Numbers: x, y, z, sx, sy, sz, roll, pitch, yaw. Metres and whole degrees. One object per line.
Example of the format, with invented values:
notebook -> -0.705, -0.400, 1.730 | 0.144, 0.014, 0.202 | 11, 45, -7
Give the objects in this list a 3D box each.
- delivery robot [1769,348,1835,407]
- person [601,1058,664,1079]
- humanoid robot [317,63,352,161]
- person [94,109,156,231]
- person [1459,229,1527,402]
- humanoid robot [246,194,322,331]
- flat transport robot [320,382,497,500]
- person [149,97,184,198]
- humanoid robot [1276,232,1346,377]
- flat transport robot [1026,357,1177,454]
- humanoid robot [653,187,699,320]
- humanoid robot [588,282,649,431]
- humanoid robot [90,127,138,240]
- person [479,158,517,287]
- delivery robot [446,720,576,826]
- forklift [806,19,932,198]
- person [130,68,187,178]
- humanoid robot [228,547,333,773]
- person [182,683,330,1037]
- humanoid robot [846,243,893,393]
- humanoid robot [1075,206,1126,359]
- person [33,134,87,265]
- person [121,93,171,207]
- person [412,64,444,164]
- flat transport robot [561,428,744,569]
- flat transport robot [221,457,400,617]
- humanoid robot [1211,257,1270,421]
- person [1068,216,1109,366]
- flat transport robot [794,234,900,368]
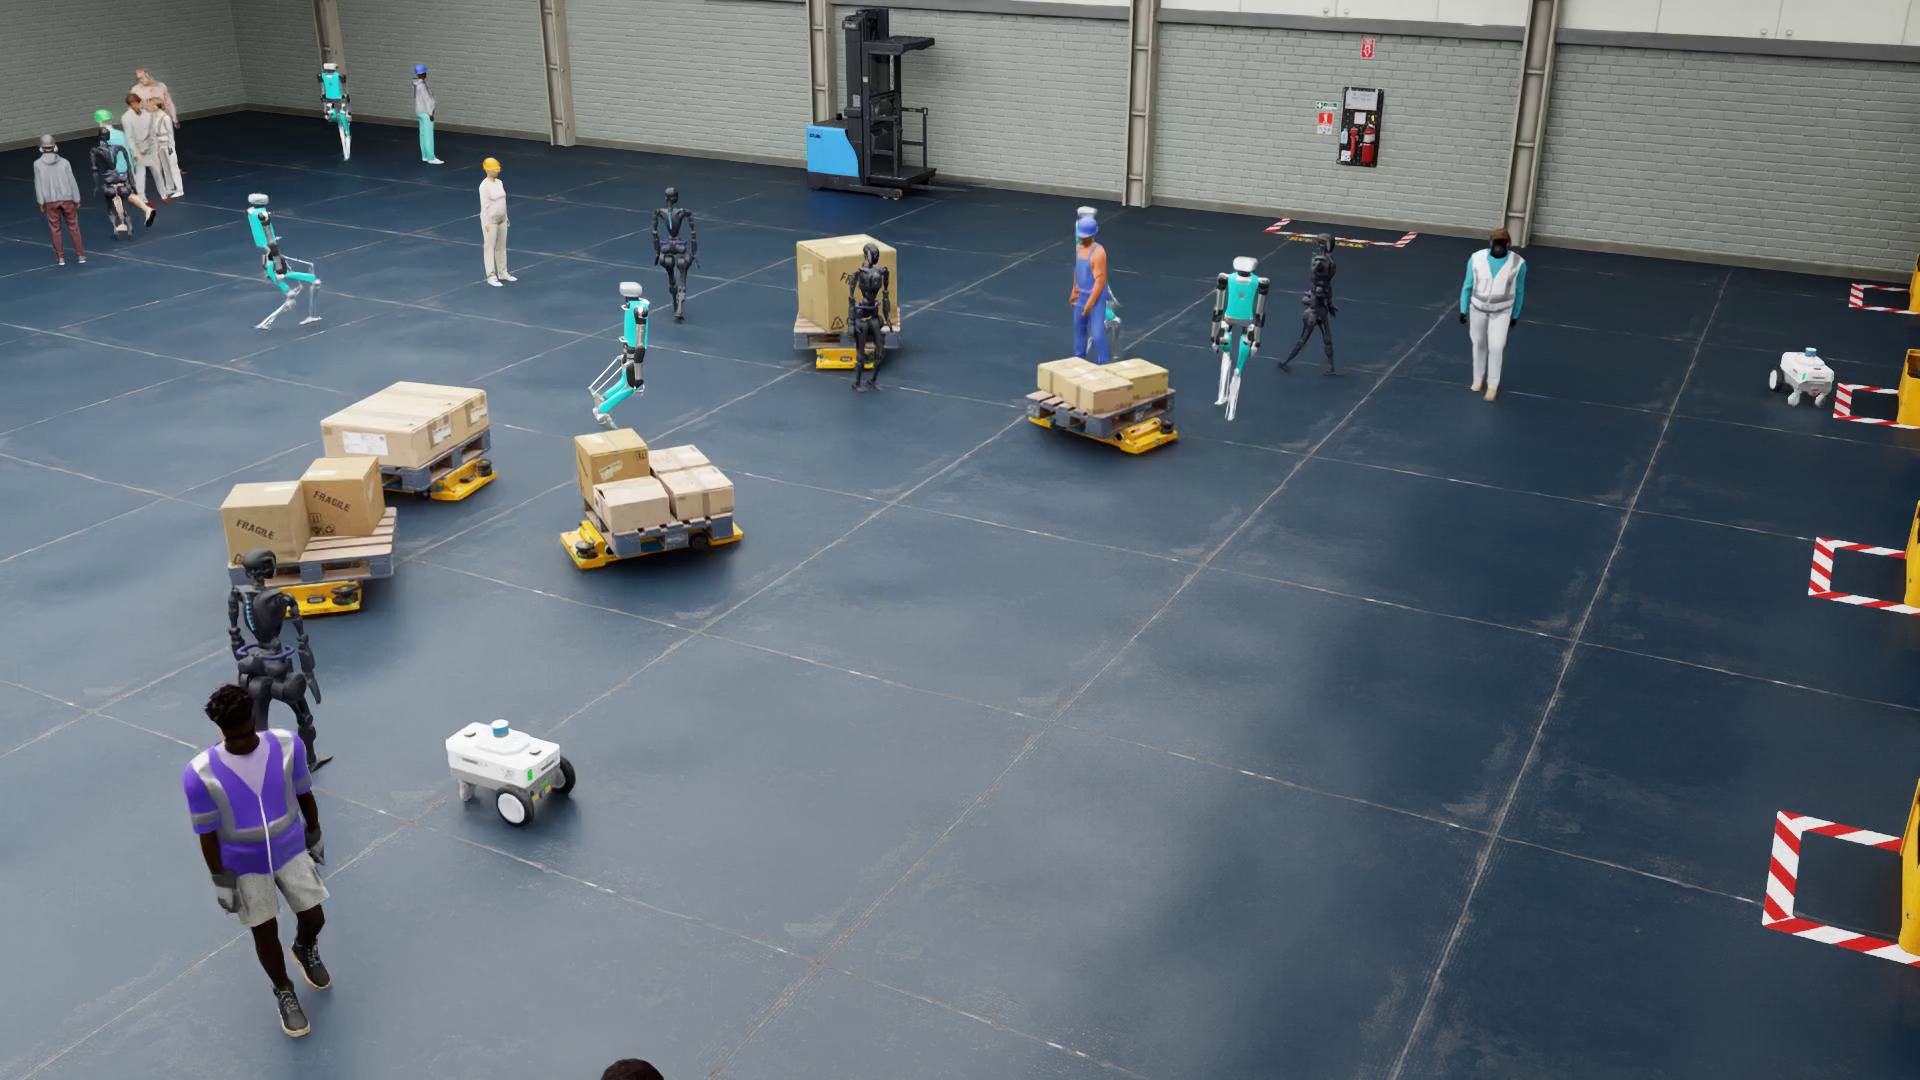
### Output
delivery robot -> 9.115, -1.783, 17.935 | 0.504, 0.581, 0.752 | 3, 23, 6
person -> -1.175, 2.643, 5.931 | 0.399, 1.913, 0.589 | -2, 23, -5
humanoid robot -> -11.485, -7.952, 30.836 | 0.541, 1.793, 0.838 | 1, 23, 1
person -> -12.675, -5.587, 25.191 | 0.619, 1.839, 0.521 | 6, 24, 13
person -> 5.662, -2.416, 17.821 | 0.620, 1.817, 0.821 | 11, 26, 25
humanoid robot -> -8.155, -3.341, 20.112 | 1.042, 1.744, 0.548 | -19, 29, -36
flat transport robot -> -5.151, -0.629, 15.626 | 1.431, 0.231, 0.659 | 7, 24, 15
person -> -13.203, -6.529, 27.622 | 0.510, 1.640, 0.306 | 16, 28, 33
humanoid robot -> 3.981, -2.621, 18.541 | 0.779, 1.629, 0.602 | 14, 27, 29
flat transport robot -> 1.446, -1.199, 16.955 | 1.431, 0.231, 0.659 | 21, 31, 40
humanoid robot -> -3.566, -3.590, 20.800 | 0.583, 1.640, 0.760 | 1, 23, 3
humanoid robot -> -3.296, -1.617, 15.905 | 0.735, 1.672, 0.533 | -8, 25, -19
humanoid robot -> -12.537, -5.275, 24.665 | 0.600, 1.636, 0.419 | -20, 30, -38
person -> -6.224, -4.268, 22.298 | 0.336, 1.689, 0.474 | 10, 25, 21
delivery robot -> -2.840, 1.429, 10.492 | 0.780, 0.609, 0.515 | 11, 25, 23
forklift -> -1.573, -7.292, 27.850 | 1.873, 2.768, 1.129 | 12, 26, 25
person -> -14.062, -7.307, 29.148 | 0.714, 1.877, 0.407 | -21, 31, -40
humanoid robot -> -4.371, 0.854, 10.469 | 0.610, 1.640, 0.795 | 6, 24, 14
person -> -3.484, 1.584, 8.344 | 0.610, 1.943, 0.427 | -17, 28, -34
humanoid robot -> -1.006, -2.395, 17.990 | 0.586, 1.656, 0.345 | -20, 30, -39
humanoid robot -> 1.720, -2.927, 19.219 | 0.835, 1.827, 0.554 | 4, 24, 10
person -> -12.660, -4.782, 23.350 | 0.552, 1.805, 0.380 | -13, 26, -27
person -> -13.200, -6.302, 26.887 | 0.386, 1.819, 0.518 | 19, 30, 37
person -> -9.752, -7.771, 30.343 | 0.359, 1.779, 0.541 | -15, 27, -31
flat transport robot -> -2.631, -0.050, 14.279 | 1.431, 0.231, 0.659 | -11, 26, -24
flat transport robot -> -5.216, 0.245, 13.593 | 0.659, 0.231, 1.431 | -6, 24, -13
humanoid robot -> 2.884, -2.112, 17.259 | 0.569, 1.790, 0.822 | 4, 24, 10
person -> 1.387, -2.646, 18.308 | 0.422, 1.869, 0.886 | -14, 27, -29
flat transport robot -> -1.304, -2.291, 19.497 | 0.659, 0.231, 1.431 | -1, 23, -1
